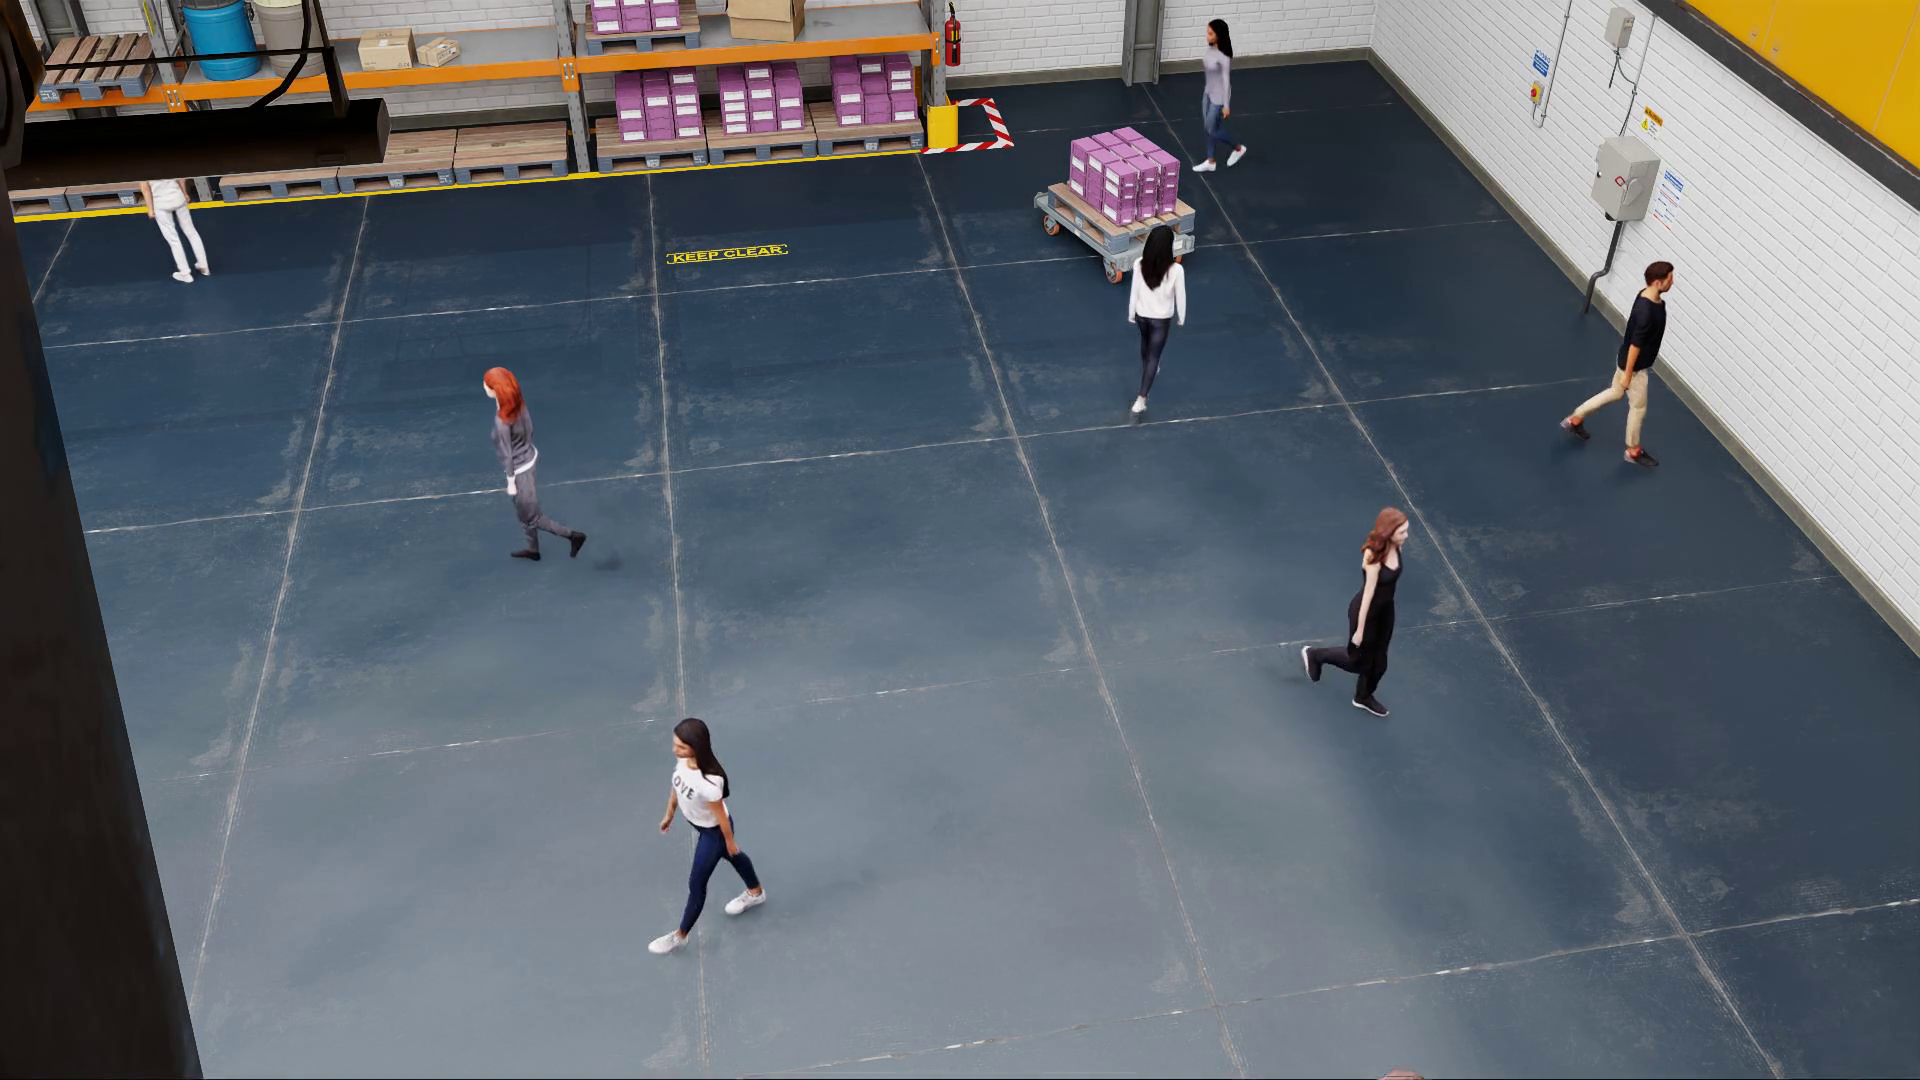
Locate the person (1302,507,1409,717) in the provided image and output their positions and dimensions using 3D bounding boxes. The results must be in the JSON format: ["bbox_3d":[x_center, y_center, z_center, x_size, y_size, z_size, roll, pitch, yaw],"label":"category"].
[{"bbox_3d":[2.717,0.461,11.351,0.975,1.727,0.951,28,46,30],"label":"person"}]

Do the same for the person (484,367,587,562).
[{"bbox_3d":[-3.229,-0.512,12.546,0.919,1.757,0.695,1,39,1],"label":"person"}]

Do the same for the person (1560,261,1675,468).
[{"bbox_3d":[5.469,-1.476,13.697,1.186,1.826,1.017,13,41,16],"label":"person"}]

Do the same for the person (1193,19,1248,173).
[{"bbox_3d":[2.865,-4.776,17.919,0.798,1.713,0.629,-8,39,-10],"label":"person"}]

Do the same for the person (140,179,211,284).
[{"bbox_3d":[-7.666,-3.288,16.091,0.740,1.670,0.669,27,46,30],"label":"person"}]

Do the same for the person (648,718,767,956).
[{"bbox_3d":[-1.388,1.664,9.838,1.107,1.735,0.811,-18,42,-21],"label":"person"}]

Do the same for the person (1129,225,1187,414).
[{"bbox_3d":[1.640,-1.873,14.326,1.140,1.661,1.079,16,41,19],"label":"person"}]
